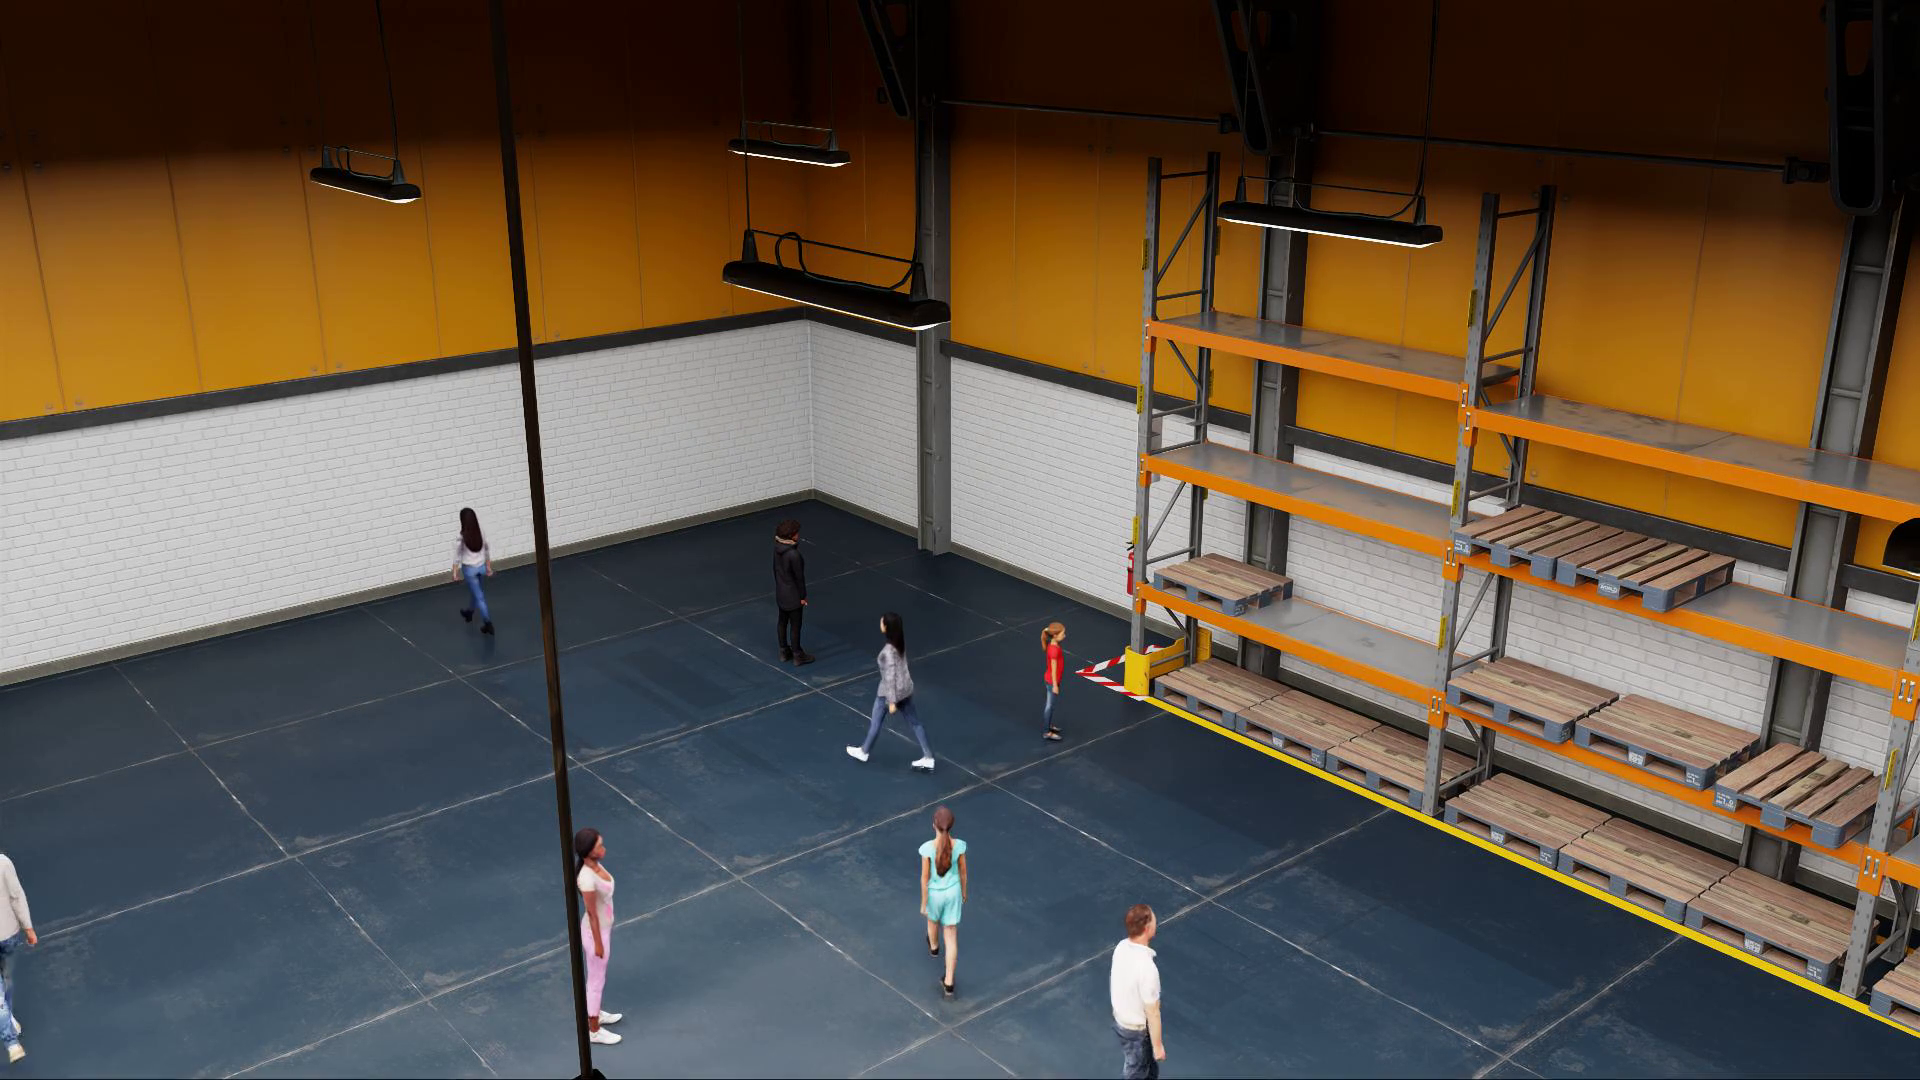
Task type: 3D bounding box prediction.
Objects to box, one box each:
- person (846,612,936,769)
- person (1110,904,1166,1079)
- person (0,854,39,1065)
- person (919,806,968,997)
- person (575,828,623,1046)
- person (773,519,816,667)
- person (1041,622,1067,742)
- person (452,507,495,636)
[{"bbox_3d":[-0.574,1.584,16.940,1.289,1.675,1.005,9,20,24],"label":"person"},{"bbox_3d":[1.099,3.378,11.385,1.121,1.821,1.191,-3,19,-8],"label":"person"},{"bbox_3d":[-7.335,2.964,12.551,1.150,1.860,0.742,18,25,42],"label":"person"},{"bbox_3d":[-0.120,2.893,13.303,0.914,1.515,1.127,-3,19,-8],"label":"person"},{"bbox_3d":[-2.772,2.988,12.665,0.719,1.742,0.612,-3,19,-9],"label":"person"},{"bbox_3d":[-2.010,0.612,19.662,0.543,1.779,0.702,17,25,41],"label":"person"},{"bbox_3d":[0.982,1.494,17.781,0.611,1.308,0.551,1,19,4],"label":"person"},{"bbox_3d":[-5.936,0.410,20.540,1.025,1.602,0.775,13,22,33],"label":"person"}]
